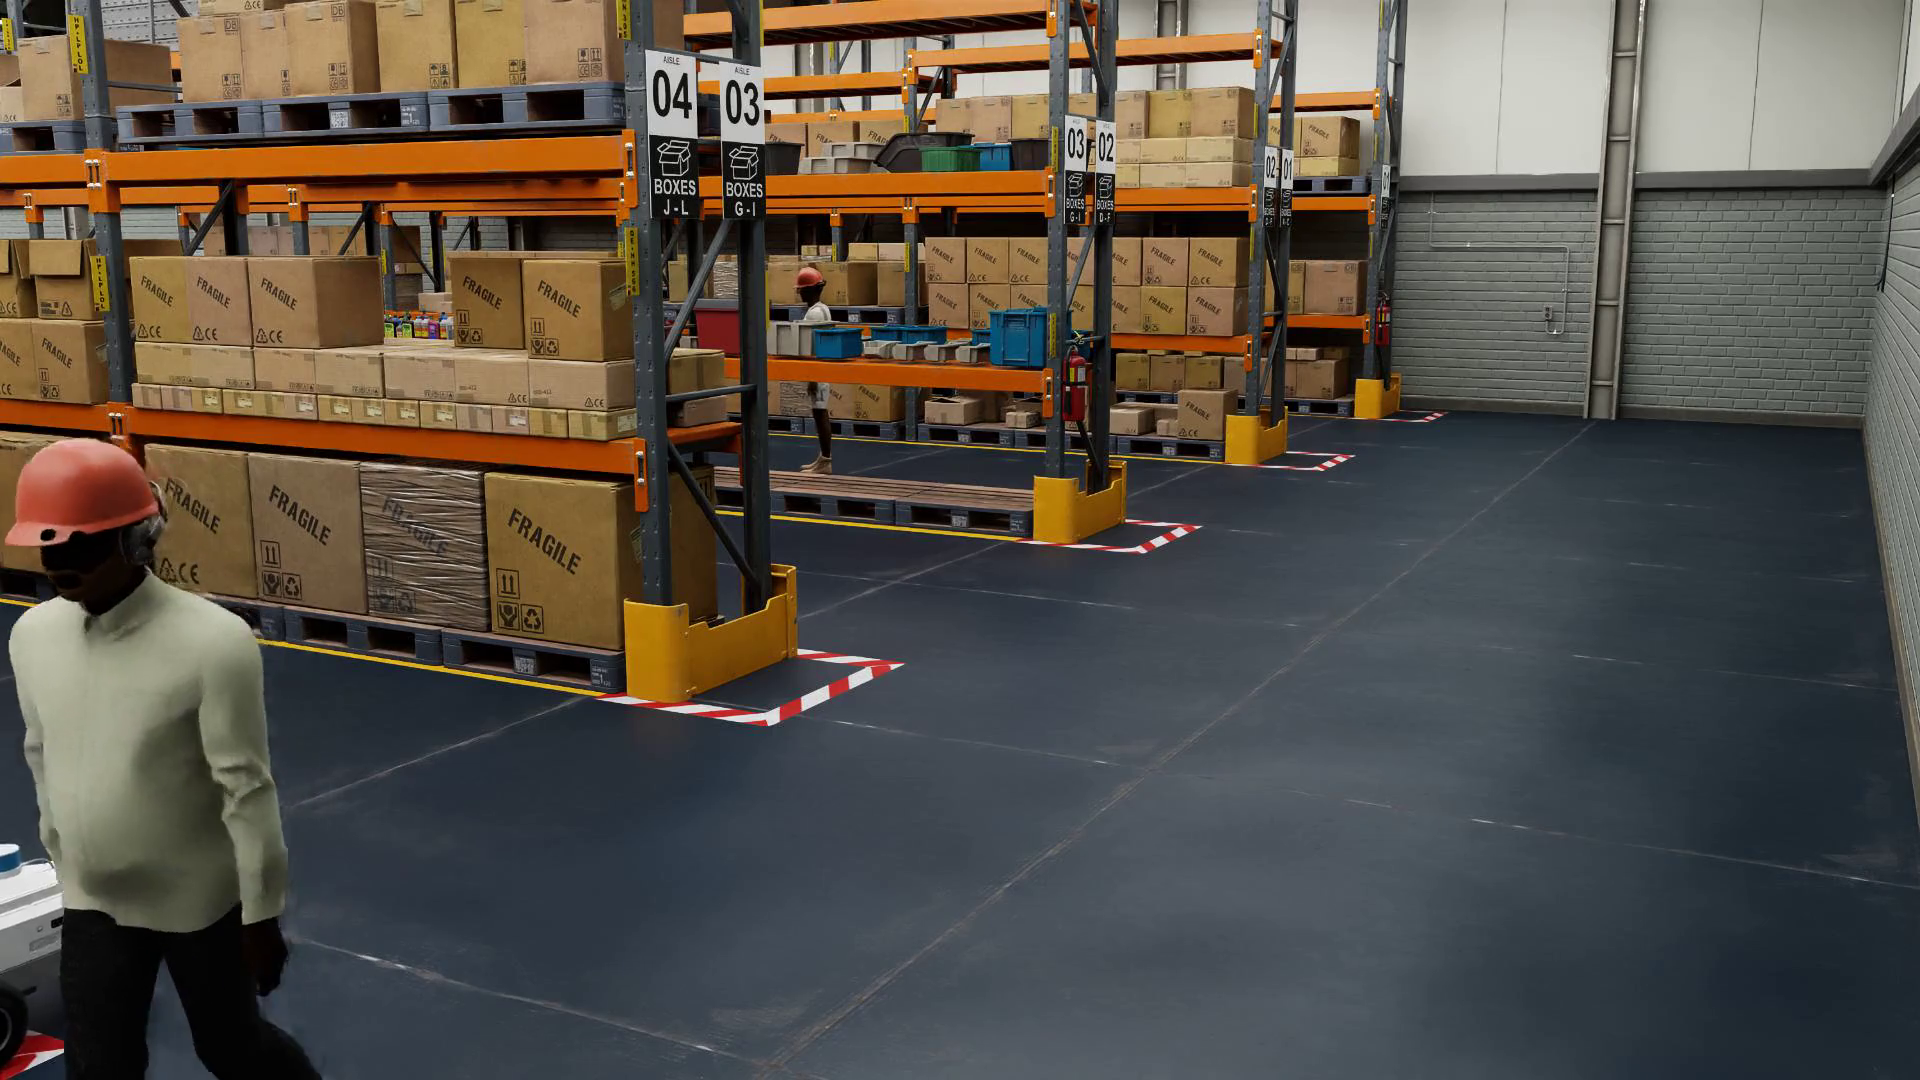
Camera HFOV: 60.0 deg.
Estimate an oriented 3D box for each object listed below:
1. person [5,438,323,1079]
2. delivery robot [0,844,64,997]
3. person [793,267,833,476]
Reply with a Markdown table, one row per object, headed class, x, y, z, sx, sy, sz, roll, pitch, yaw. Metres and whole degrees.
| class | x | y | z | sx | sy | sz | roll | pitch | yaw |
| --- | --- | --- | --- | --- | --- | --- | --- | --- | --- |
| person | -1.706 | 0.724 | 3.658 | 0.632 | 1.957 | 0.892 | 2 | 11 | 11 |
| delivery robot | -2.812 | 1.142 | 4.914 | 0.477 | 0.478 | 0.707 | 6 | 12 | 29 |
| person | -1.422 | -1.627 | 16.215 | 0.395 | 2.040 | 0.609 | 0 | 10 | -1 |
